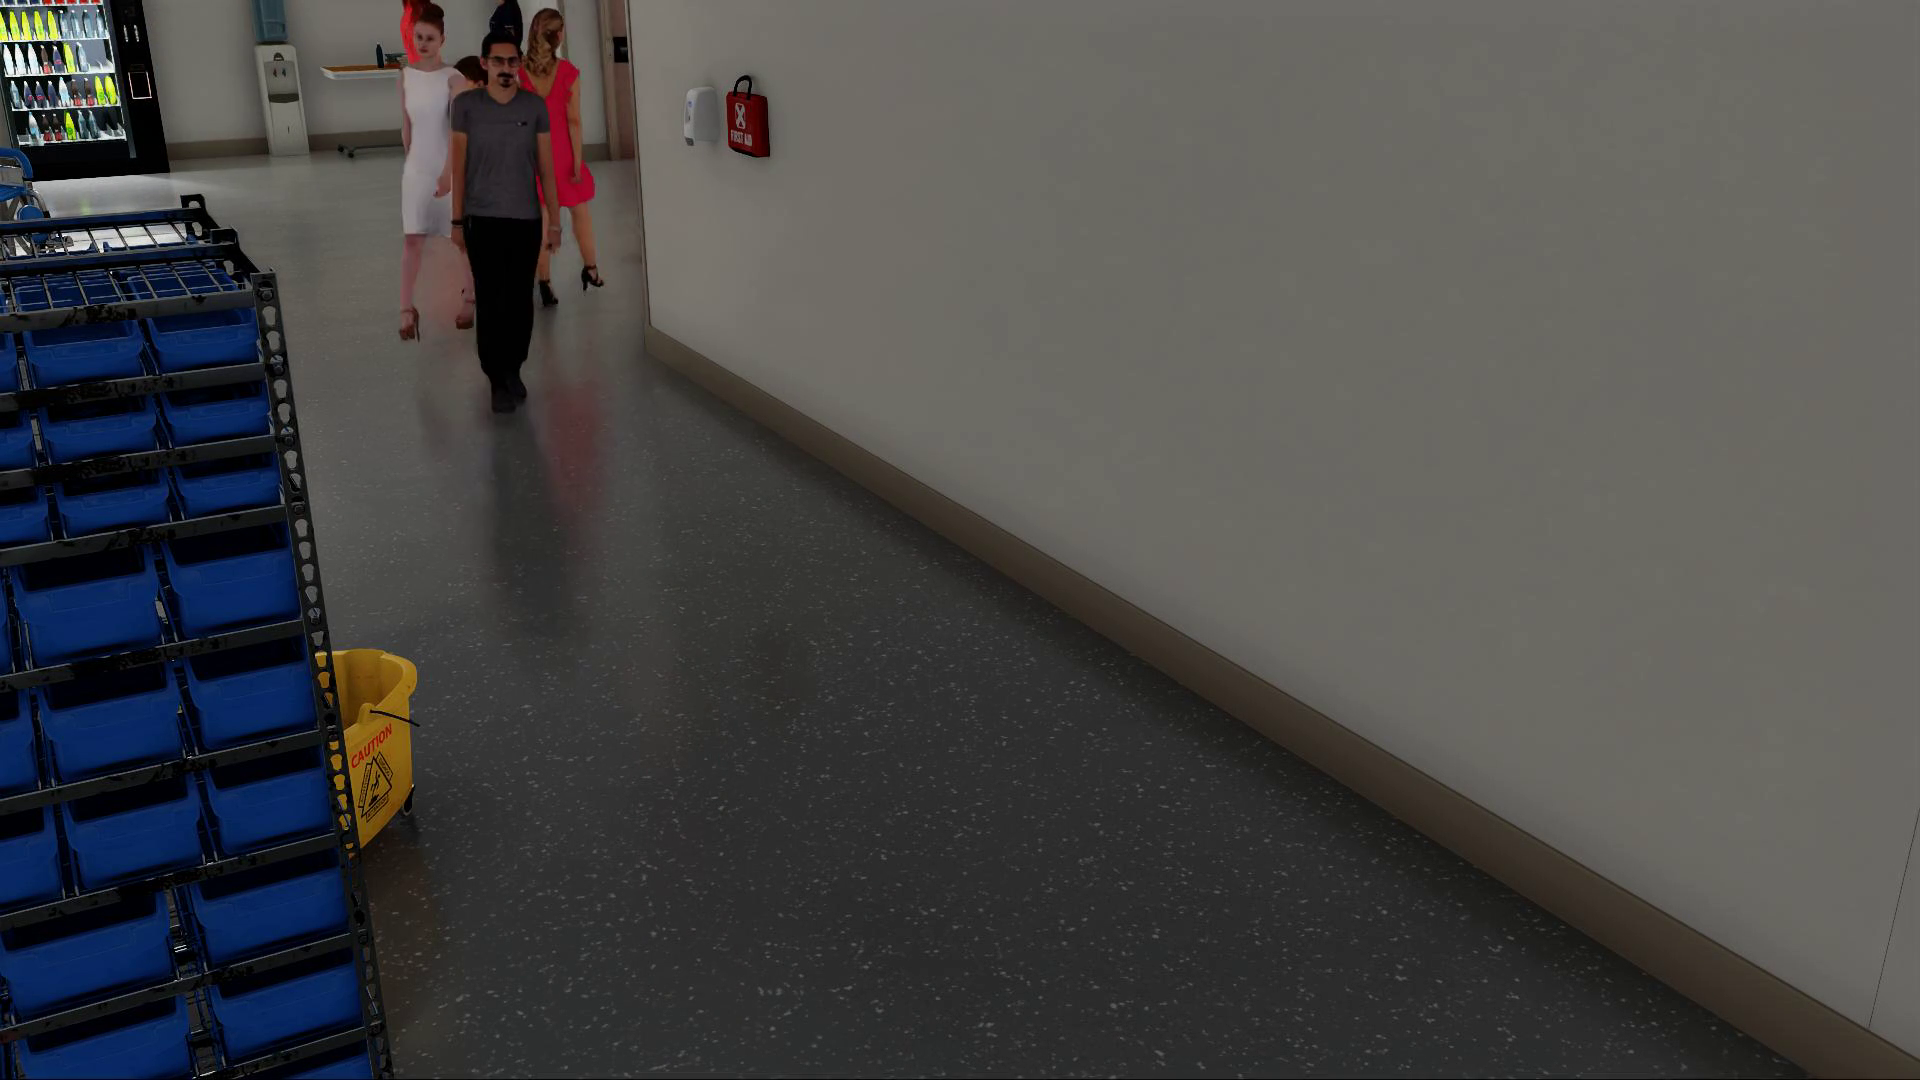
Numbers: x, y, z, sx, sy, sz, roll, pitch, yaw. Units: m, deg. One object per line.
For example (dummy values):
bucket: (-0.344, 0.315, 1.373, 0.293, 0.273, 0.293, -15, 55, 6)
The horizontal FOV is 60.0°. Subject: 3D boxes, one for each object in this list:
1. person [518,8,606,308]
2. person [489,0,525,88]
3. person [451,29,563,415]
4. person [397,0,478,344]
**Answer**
person: (-2.445, -2.228, 9.804, 0.901, 1.704, 0.947, 4, 21, 10)
person: (-4.070, -4.290, 15.161, 0.650, 1.766, 0.650, -2, 21, -6)
person: (-2.174, -1.514, 7.883, 0.829, 1.730, 0.716, -9, 23, -23)
person: (-2.749, -1.957, 9.014, 0.994, 1.758, 1.003, 4, 21, 11)
